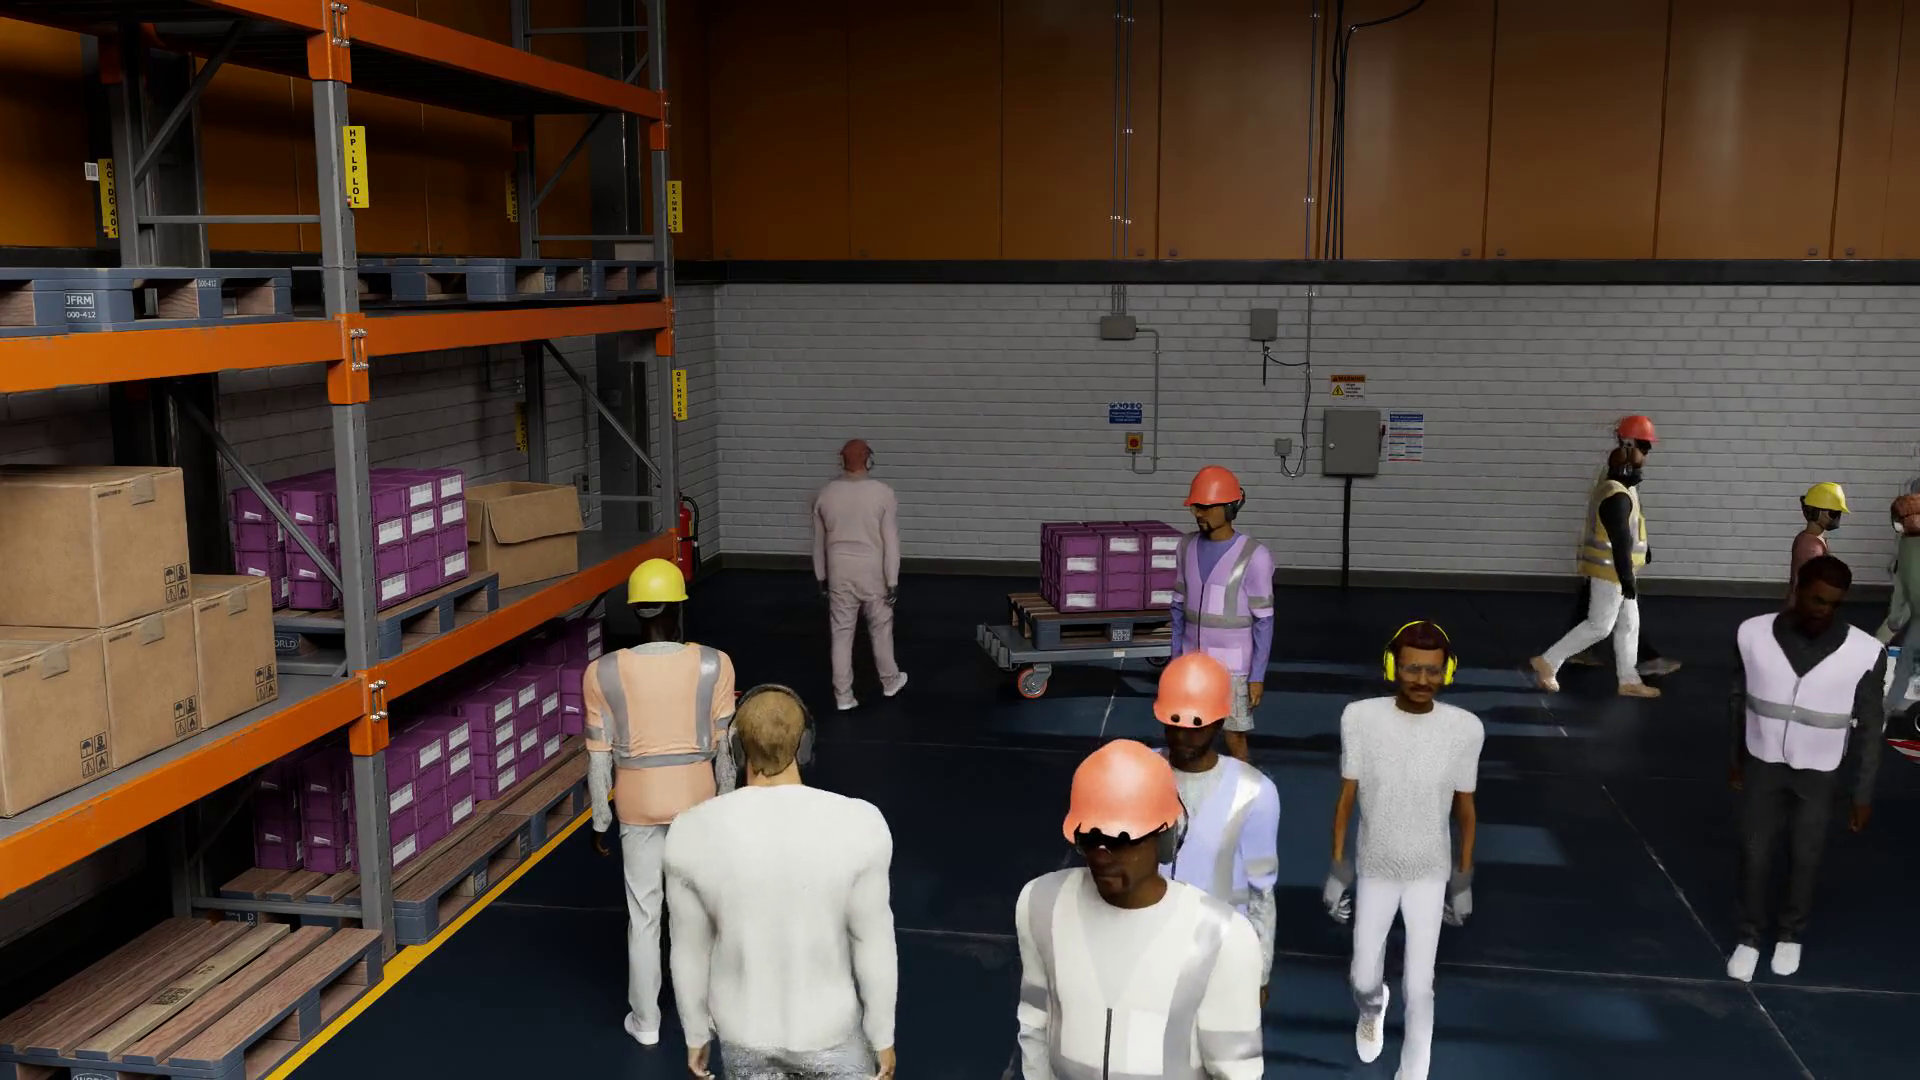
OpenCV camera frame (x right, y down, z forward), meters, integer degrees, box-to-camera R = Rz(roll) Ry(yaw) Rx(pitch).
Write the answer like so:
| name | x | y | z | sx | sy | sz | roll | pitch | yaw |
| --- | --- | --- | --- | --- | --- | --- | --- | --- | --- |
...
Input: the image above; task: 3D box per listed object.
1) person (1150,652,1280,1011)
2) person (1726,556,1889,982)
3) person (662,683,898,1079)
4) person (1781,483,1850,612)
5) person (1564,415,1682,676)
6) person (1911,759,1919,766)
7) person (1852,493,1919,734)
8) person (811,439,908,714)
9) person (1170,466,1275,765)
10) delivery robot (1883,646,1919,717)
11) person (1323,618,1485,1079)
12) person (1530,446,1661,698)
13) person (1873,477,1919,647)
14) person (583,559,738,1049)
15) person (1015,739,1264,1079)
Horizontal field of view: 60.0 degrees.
| name | x | y | z | sx | sy | sz | roll | pitch | yaw |
| --- | --- | --- | --- | --- | --- | --- | --- | --- | --- |
| person | 0.728 | 1.253 | 5.215 | 0.547 | 1.911 | 0.914 | 4 | 10 | 26 |
| person | 3.548 | 0.968 | 7.030 | 0.609 | 1.873 | 0.659 | 6 | 11 | 33 |
| person | -0.483 | 1.341 | 4.554 | 0.639 | 1.928 | 0.472 | 1 | 9 | 5 |
| person | 5.169 | 0.525 | 10.119 | 0.329 | 1.764 | 0.524 | 3 | 10 | 20 |
| person | 5.049 | 0.038 | 12.532 | 0.974 | 1.943 | 0.646 | 5 | 11 | 30 |
| person | 6.051 | 0.526 | 10.137 | 0.339 | 1.760 | 0.528 | 8 | 12 | 41 |
| person | 6.175 | 0.496 | 10.821 | 0.805 | 1.583 | 0.549 | 2 | 9 | 12 |
| person | -0.680 | 0.230 | 11.565 | 0.675 | 1.873 | 0.804 | 3 | 10 | 16 |
| person | 1.313 | 0.630 | 8.603 | 0.393 | 2.041 | 0.613 | -8 | 12 | -42 |
| delivery robot | 6.146 | 0.944 | 10.952 | 0.707 | 0.478 | 0.477 | 6 | 11 | 34 |
| person | 1.564 | 1.164 | 5.916 | 0.529 | 1.849 | 0.674 | 2 | 9 | 14 |
| person | 4.553 | 0.231 | 11.825 | 0.838 | 1.808 | 0.638 | 3 | 10 | 20 |
| person | 7.210 | 0.134 | 12.377 | 0.994 | 1.823 | 0.518 | 2 | 9 | 10 |
| person | -1.161 | 1.030 | 6.509 | 0.588 | 1.923 | 0.383 | -2 | 9 | -14 |
| person | 0.399 | 1.425 | 3.877 | 0.628 | 1.989 | 1.042 | 4 | 10 | 25 |
